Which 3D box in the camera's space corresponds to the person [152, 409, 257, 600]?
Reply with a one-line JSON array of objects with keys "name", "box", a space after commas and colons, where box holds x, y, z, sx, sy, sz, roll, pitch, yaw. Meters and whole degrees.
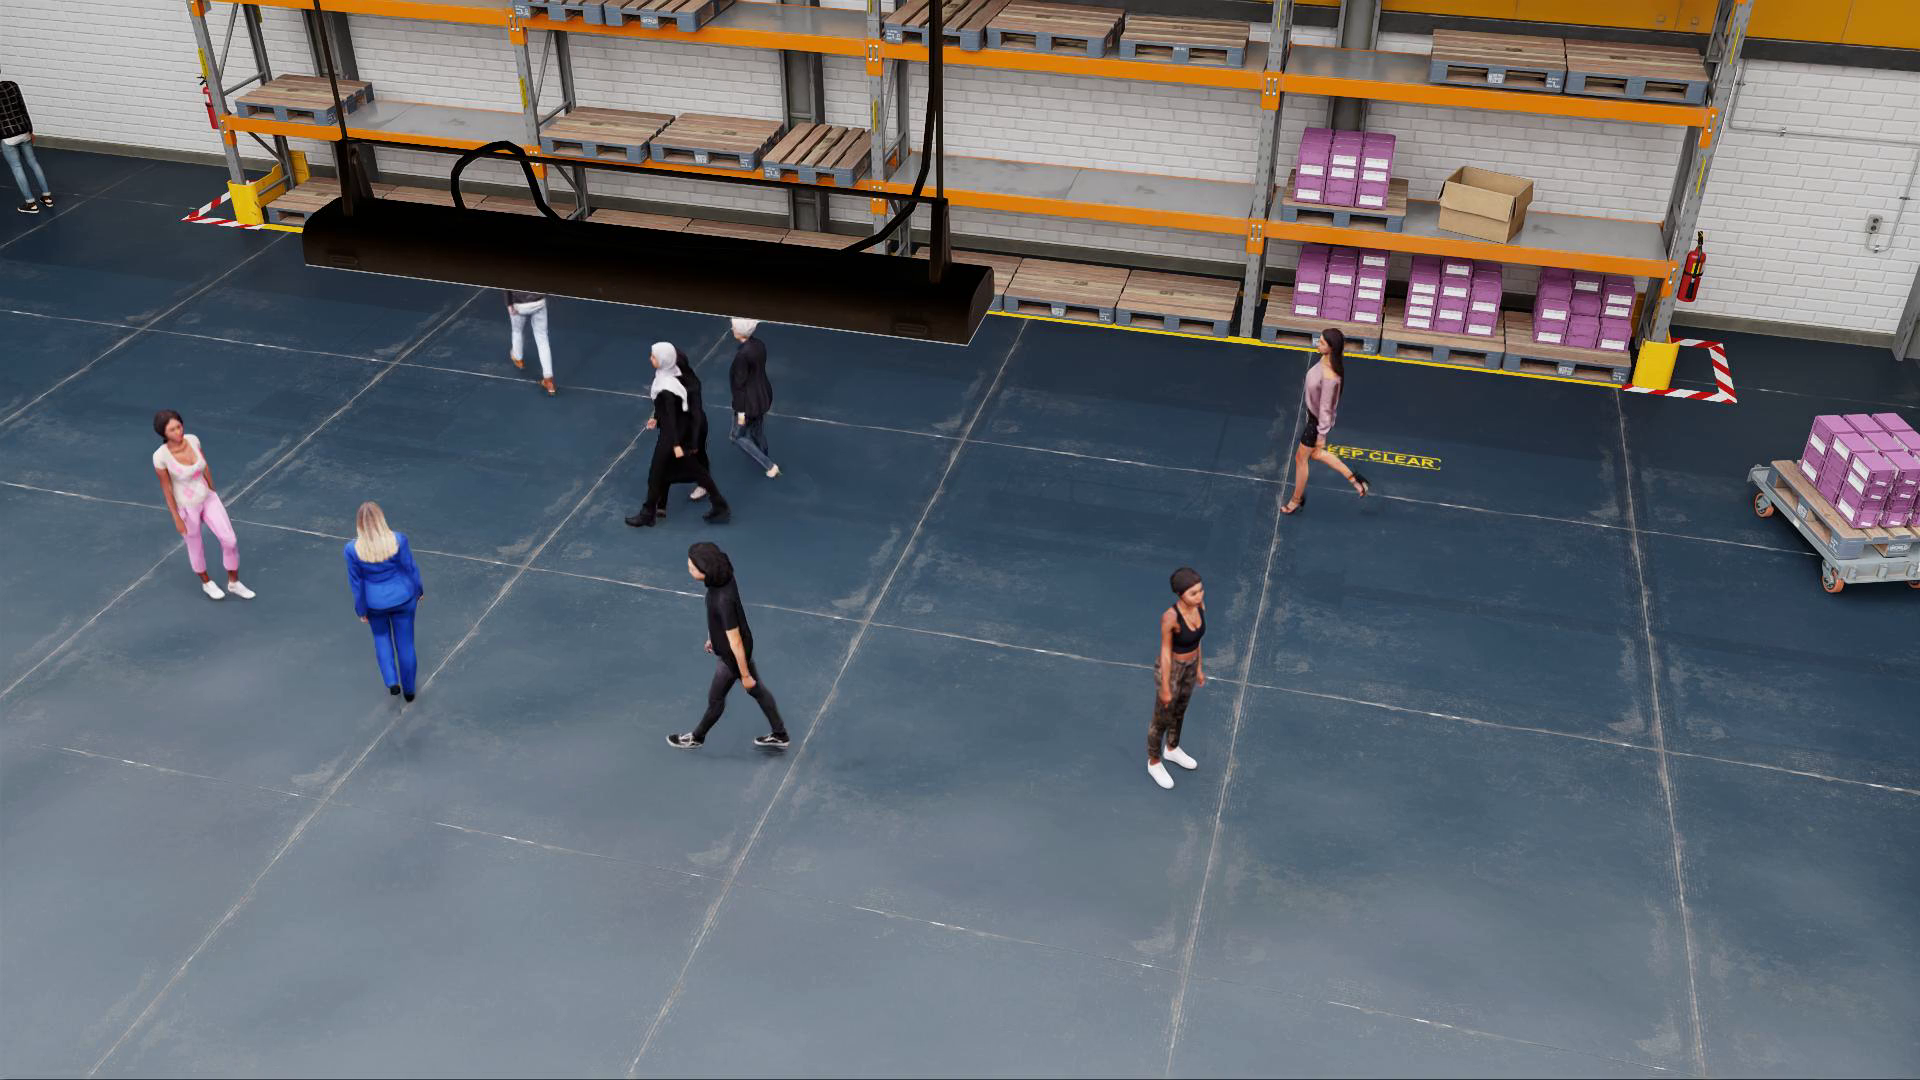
[{"name": "person", "box": [-6.082, -0.280, 13.105, 0.835, 1.725, 0.737, 20, 38, 27]}]

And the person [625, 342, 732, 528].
[{"name": "person", "box": [-2.305, -0.863, 13.972, 1.200, 1.735, 0.828, -1, 34, -1]}]

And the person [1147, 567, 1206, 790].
[{"name": "person", "box": [1.484, 0.902, 11.348, 0.661, 1.700, 0.683, -28, 43, -36]}]

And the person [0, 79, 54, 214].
[{"name": "person", "box": [-11.295, -4.825, 19.856, 0.621, 1.820, 0.719, 16, 37, 23]}]

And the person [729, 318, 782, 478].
[{"name": "person", "box": [-1.809, -1.180, 14.856, 0.733, 1.765, 0.794, 14, 36, 20]}]

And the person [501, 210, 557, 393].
[{"name": "person", "box": [-4.124, -2.254, 16.002, 1.115, 1.804, 1.160, -16, 37, -23]}]

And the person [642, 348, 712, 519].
[{"name": "person", "box": [-2.319, -0.972, 14.289, 1.063, 1.566, 0.876, 18, 37, 25]}]

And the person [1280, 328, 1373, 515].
[{"name": "person", "box": [3.128, -0.971, 14.083, 0.985, 1.791, 0.666, 5, 34, 8]}]

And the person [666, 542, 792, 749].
[{"name": "person", "box": [-1.484, 0.770, 11.468, 1.201, 1.788, 0.923, -1, 34, -2]}]

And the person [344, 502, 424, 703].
[{"name": "person", "box": [-4.099, 0.504, 11.958, 0.722, 1.688, 0.806, -10, 35, -14]}]
